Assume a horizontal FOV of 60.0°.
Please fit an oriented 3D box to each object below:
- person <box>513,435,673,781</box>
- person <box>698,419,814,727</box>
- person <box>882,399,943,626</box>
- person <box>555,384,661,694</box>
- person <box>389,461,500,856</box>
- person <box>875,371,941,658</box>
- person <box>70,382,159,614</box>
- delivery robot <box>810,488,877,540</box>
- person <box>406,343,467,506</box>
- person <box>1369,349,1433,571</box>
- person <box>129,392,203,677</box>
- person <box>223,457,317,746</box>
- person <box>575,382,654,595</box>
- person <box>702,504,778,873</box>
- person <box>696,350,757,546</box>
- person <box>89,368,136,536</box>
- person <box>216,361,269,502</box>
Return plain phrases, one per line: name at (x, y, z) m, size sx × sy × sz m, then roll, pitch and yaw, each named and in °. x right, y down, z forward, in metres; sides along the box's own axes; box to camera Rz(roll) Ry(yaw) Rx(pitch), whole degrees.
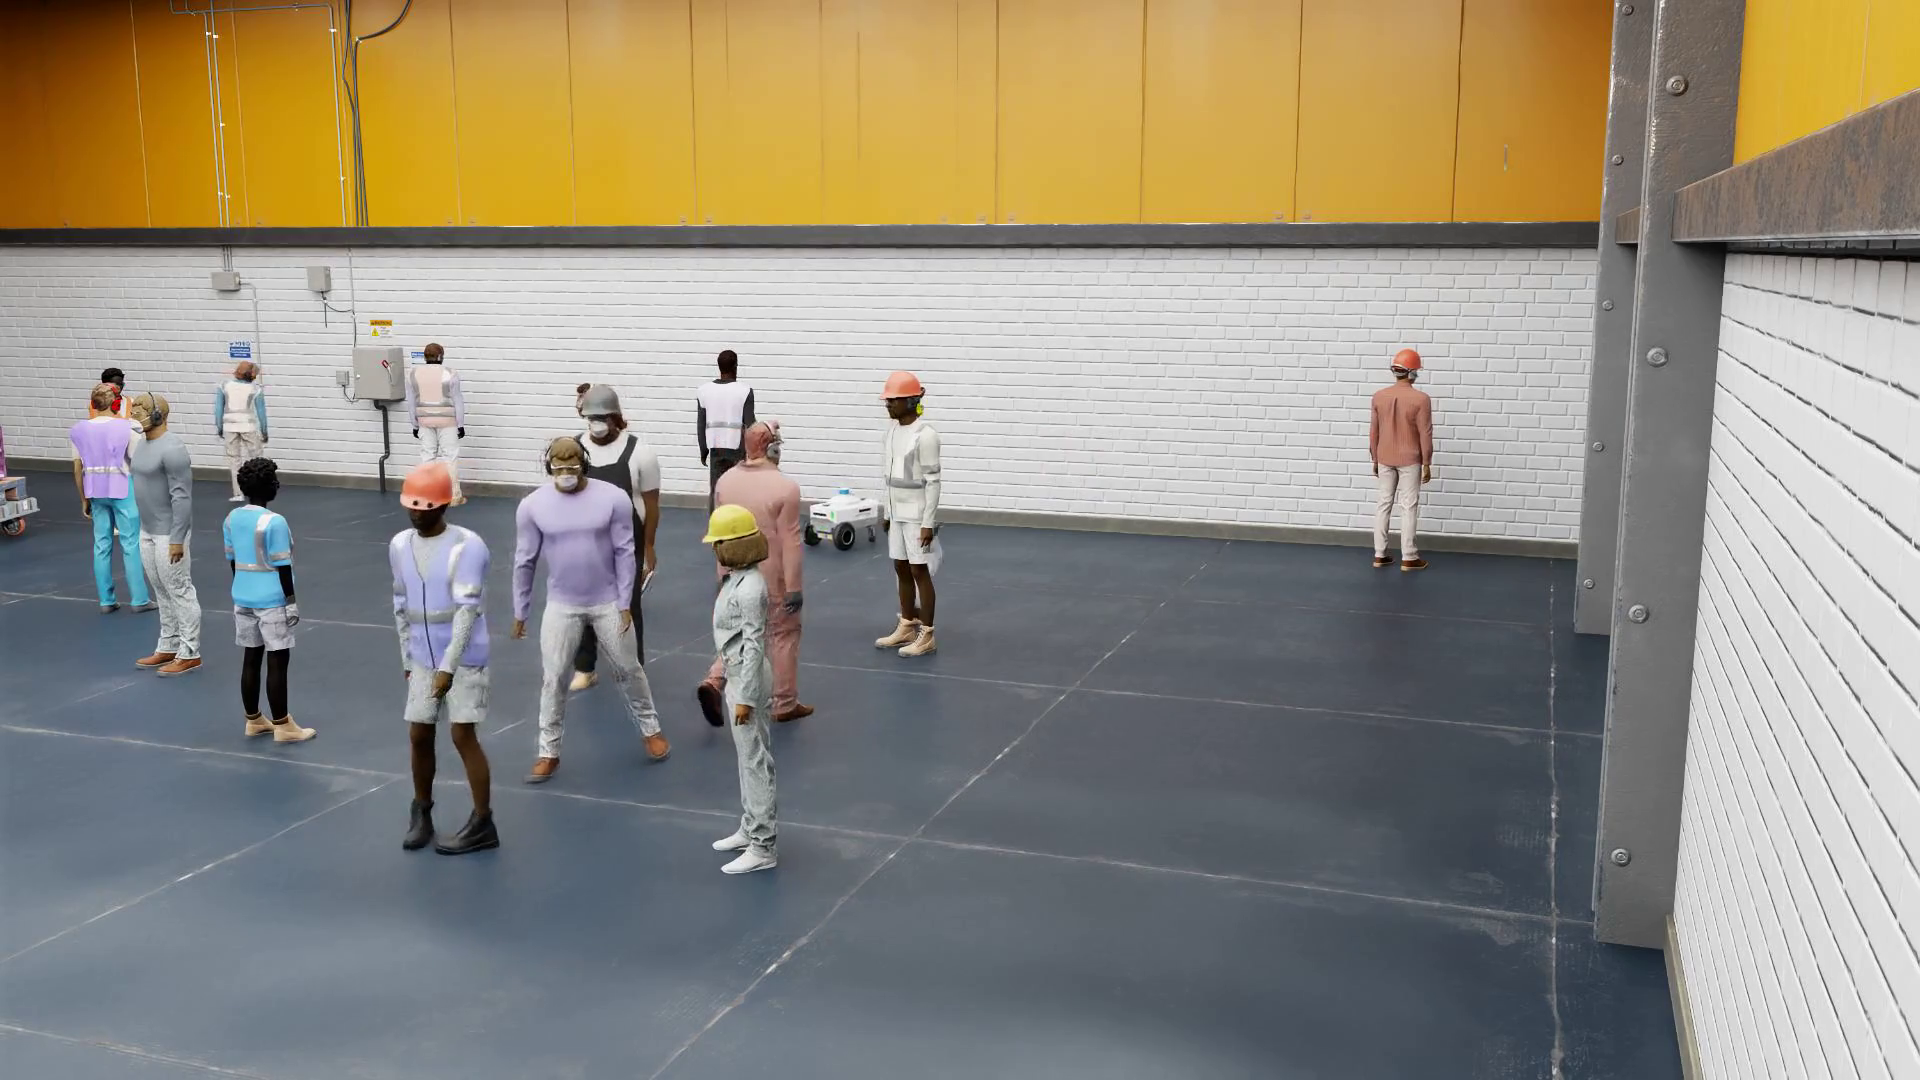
person at (-2.051, 0.357, 9.224) m, size 0.836 × 1.905 × 0.563 m, roll -2°, pitch 10°, yaw -9°
person at (-1.223, 0.219, 10.035) m, size 0.650 × 1.886 × 0.749 m, roll 7°, pitch 12°, yaw 36°
person at (-0.354, -0.229, 12.691) m, size 0.551 × 1.844 × 0.364 m, roll 9°, pitch 14°, yaw 43°
person at (-2.319, -0.007, 10.858) m, size 0.684 × 2.000 × 0.535 m, roll 1°, pitch 10°, yaw 3°
person at (-2.513, 0.568, 8.001) m, size 0.542 × 1.917 × 0.425 m, roll 3°, pitch 11°, yaw 17°
person at (-0.388, -0.182, 11.842) m, size 0.391 × 2.040 × 0.615 m, roll -6°, pitch 12°, yaw -32°
person at (-6.704, -0.320, 13.164) m, size 0.563 × 1.848 × 0.389 m, roll 0°, pitch 10°, yaw 1°
delivery robot at (-1.130, -0.264, 16.227) m, size 0.477 × 0.478 × 0.707 m, roll 8°, pitch 13°, yaw 37°
person at (-5.848, -1.287, 18.648) m, size 0.621 × 1.838 × 0.429 m, roll 0°, pitch 10°, yaw 1°
person at (3.986, -0.722, 15.013) m, size 0.612 × 1.995 × 0.382 m, roll 10°, pitch 14°, yaw 43°
person at (-5.436, -0.042, 11.344) m, size 0.628 × 1.940 × 0.373 m, roll 9°, pitch 13°, yaw 41°
person at (-4.073, 0.359, 9.766) m, size 0.539 × 1.696 × 0.317 m, roll 6°, pitch 12°, yaw 32°
person at (-2.821, -0.325, 13.194) m, size 0.604 × 1.852 × 0.516 m, roll -1°, pitch 10°, yaw -5°
person at (-1.034, 0.688, 7.797) m, size 0.309 × 1.739 × 0.483 m, roll -2°, pitch 10°, yaw -13°
person at (-2.251, -0.876, 16.097) m, size 0.597 × 1.916 × 0.372 m, roll 3°, pitch 10°, yaw 14°
person at (-8.518, -0.898, 16.843) m, size 0.317 × 1.695 × 0.540 m, roll 6°, pitch 12°, yaw 29°
person at (-8.148, -1.222, 18.916) m, size 0.603 × 1.615 × 0.350 m, roll -1°, pitch 10°, yaw -8°
